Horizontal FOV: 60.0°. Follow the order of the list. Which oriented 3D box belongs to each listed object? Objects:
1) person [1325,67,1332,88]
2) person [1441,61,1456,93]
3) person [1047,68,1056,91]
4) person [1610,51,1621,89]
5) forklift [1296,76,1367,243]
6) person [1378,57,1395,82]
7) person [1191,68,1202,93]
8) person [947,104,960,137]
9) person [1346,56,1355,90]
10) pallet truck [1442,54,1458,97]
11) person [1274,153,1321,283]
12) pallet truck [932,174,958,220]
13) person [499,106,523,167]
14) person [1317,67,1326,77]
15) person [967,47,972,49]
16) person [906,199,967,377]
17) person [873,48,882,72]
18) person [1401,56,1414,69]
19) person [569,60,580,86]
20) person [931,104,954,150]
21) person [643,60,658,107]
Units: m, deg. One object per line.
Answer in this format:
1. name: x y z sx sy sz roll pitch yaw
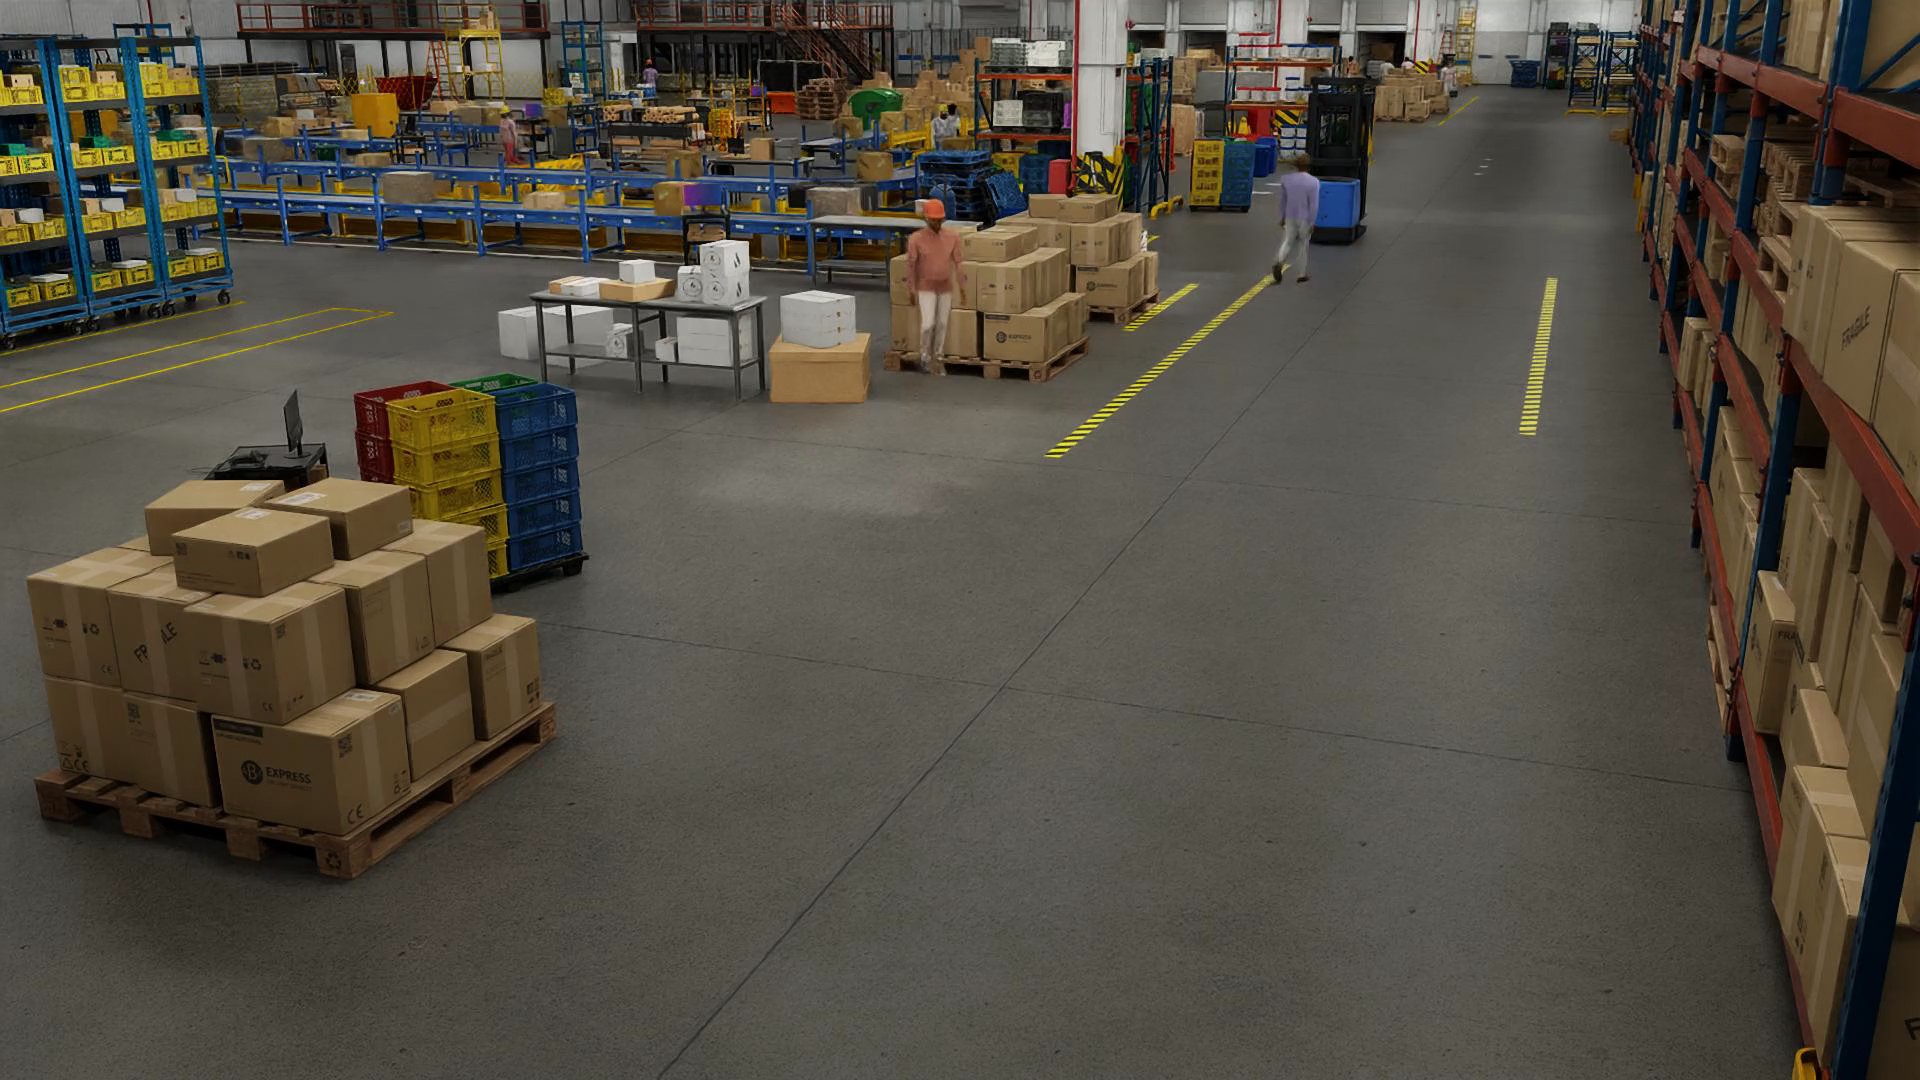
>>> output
1. person: 17.388 -21.659 78.142 0.503 1.691 0.928 -12 21 -33
2. person: 20.829 -19.492 71.026 0.633 1.892 1.013 0 18 1
3. person: 3.783 -18.371 67.383 0.922 1.963 0.615 -11 21 -32
4. person: 33.526 -24.012 85.136 0.552 1.934 0.364 3 18 8
5. forklift: 6.598 -6.755 29.381 1.129 2.768 1.873 6 19 19
6. person: 19.555 -21.147 76.201 0.675 1.893 0.794 7 19 22
7. person: 8.493 -15.855 59.337 0.692 2.000 1.056 -12 21 -34
8. person: -0.258 -10.243 42.295 0.543 1.674 0.709 8 20 25
9. person: 20.035 -23.979 85.416 0.535 1.700 0.318 -14 23 -38
10. pallet truck: 22.765 -21.886 78.355 0.823 1.965 1.885 -4 18 -14
11. person: 4.981 -4.749 24.638 0.634 1.924 0.701 13 22 35
12. pallet truck: -0.507 -5.292 27.348 0.653 1.274 1.630 6 19 19
13. person: -10.869 -9.650 40.327 0.518 1.739 0.765 15 23 40
14. person: 14.708 -18.370 67.536 0.551 1.851 0.569 -5 18 -15
15. person: 0.546 -27.531 96.189 0.360 1.939 0.543 13 22 35
16. person: -0.253 -2.767 18.336 0.626 1.969 0.448 -6 19 -18
17. person: -4.898 -28.313 98.840 0.631 1.823 0.694 -8 19 -24
18. person: 21.350 -22.189 79.587 0.621 1.834 0.430 -4 18 -11
19. person: -16.799 -19.992 72.593 0.344 1.879 0.585 11 21 32
20. person: -0.392 -9.289 39.036 0.591 1.837 0.403 -8 19 -24
21. person: -12.477 -18.301 67.034 0.605 2.034 0.397 -11 21 -30
